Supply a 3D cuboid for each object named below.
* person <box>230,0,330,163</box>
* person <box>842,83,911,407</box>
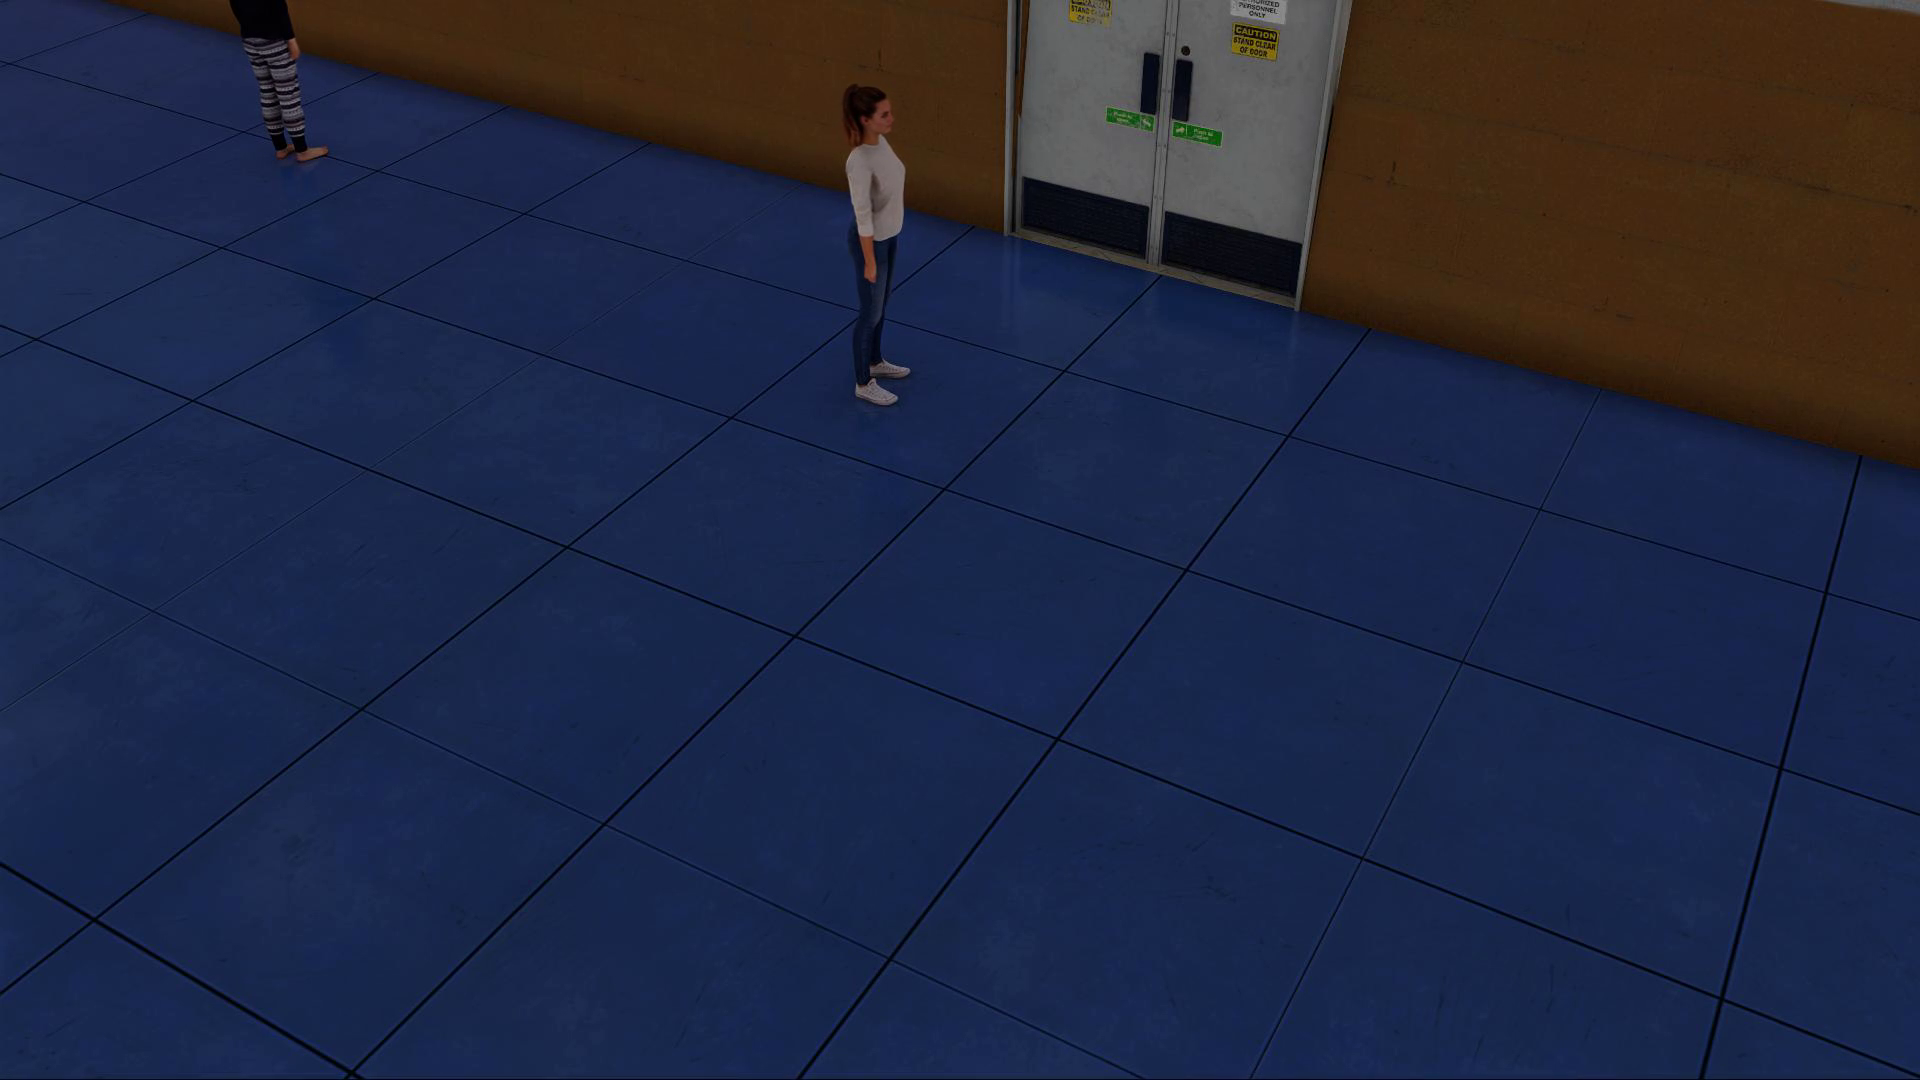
[{"bbox_3d":[-4.670,-3.396,11.173,0.603,1.734,0.509,17,40,22],"label":"person"},{"bbox_3d":[-0.456,-1.549,8.723,0.725,1.719,0.562,9,38,11],"label":"person"}]
